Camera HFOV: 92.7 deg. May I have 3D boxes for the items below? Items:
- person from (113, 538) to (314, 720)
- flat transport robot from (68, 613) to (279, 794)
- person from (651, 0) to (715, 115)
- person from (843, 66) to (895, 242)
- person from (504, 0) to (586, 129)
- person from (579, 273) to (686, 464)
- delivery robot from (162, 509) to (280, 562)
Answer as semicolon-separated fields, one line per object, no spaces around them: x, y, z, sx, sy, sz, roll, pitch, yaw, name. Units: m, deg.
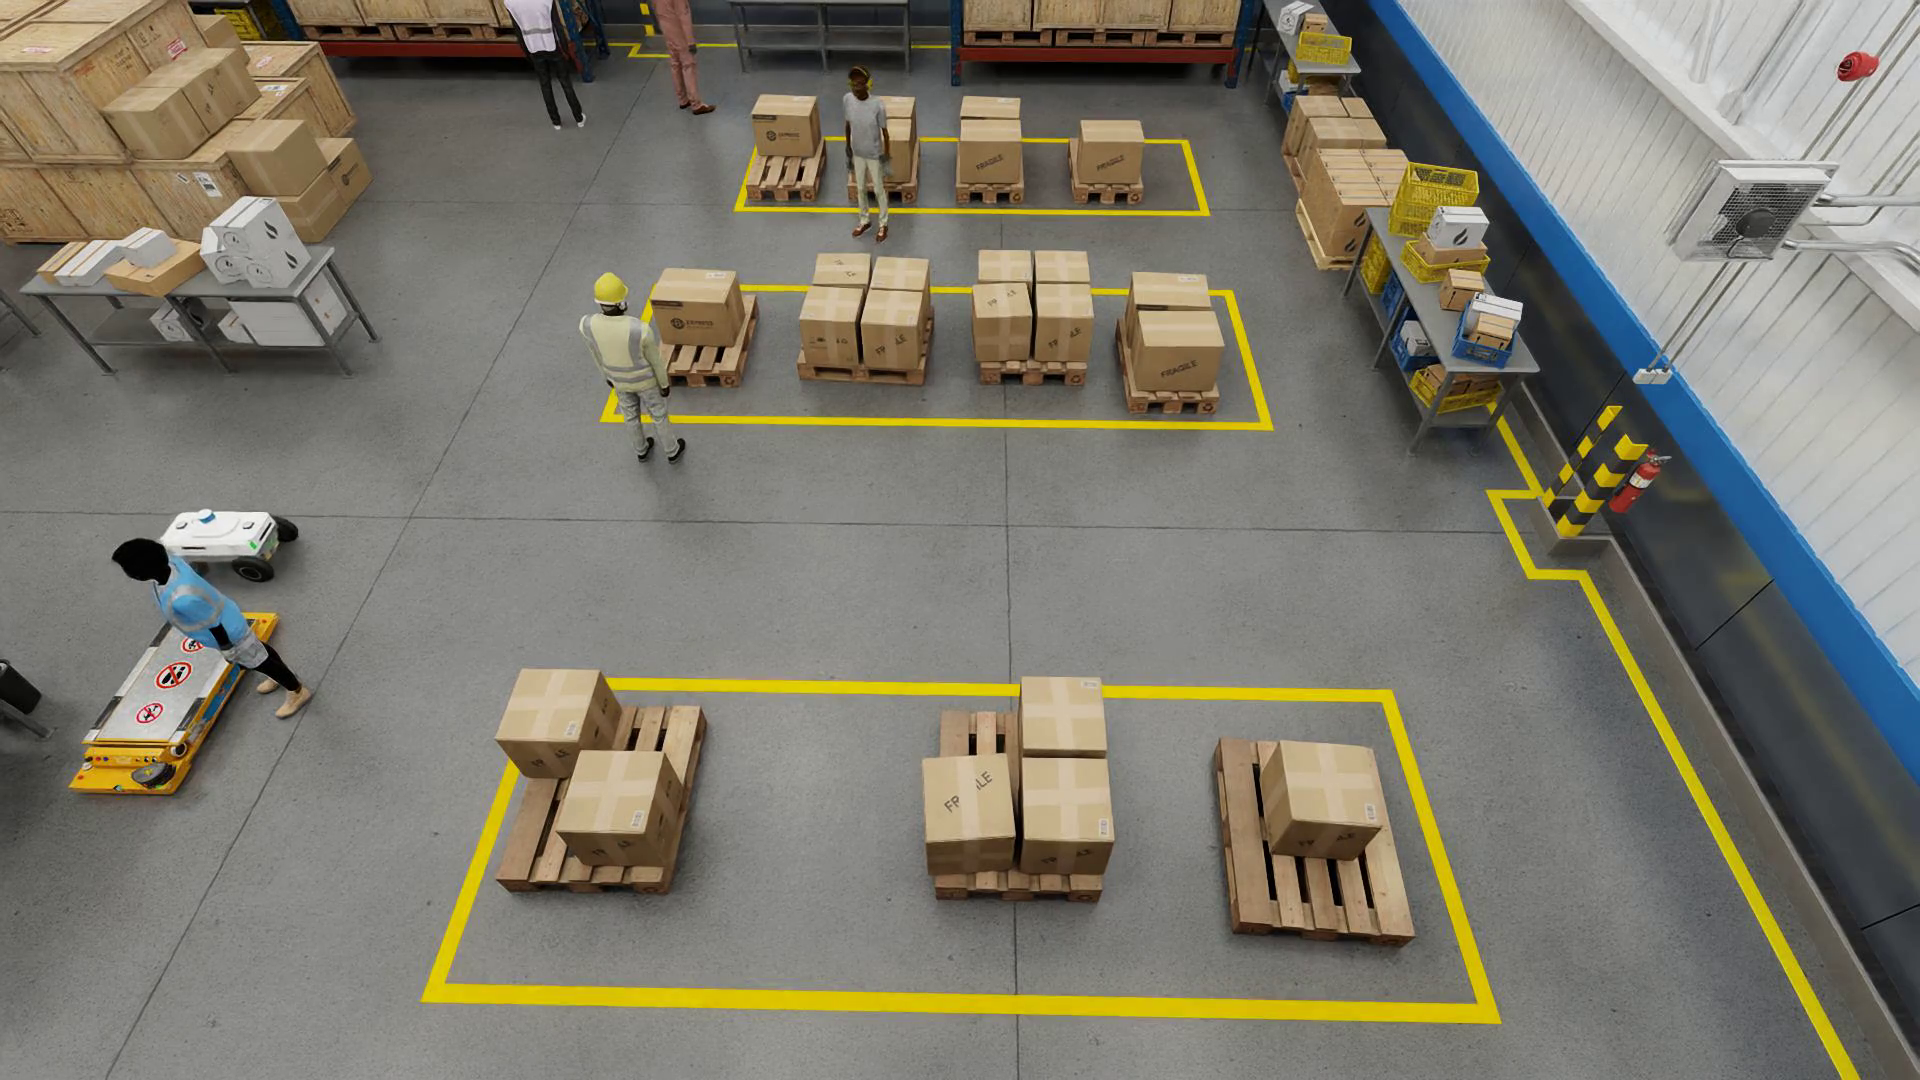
-4.805;0.570;5.938;0.535;1.699;0.318;36;58;26;person
-5.504;1.072;6.442;0.652;0.197;1.431;1;50;1;flat transport robot
-3.604;-6.516;11.799;0.644;1.907;0.400;37;59;27;person
-0.962;-4.080;9.768;0.612;1.861;0.338;18;52;15;person
-5.212;-6.164;11.503;0.584;1.910;0.387;-9;50;-8;person
-2.651;-1.351;7.485;0.590;1.825;0.403;5;50;4;person
-5.747;-0.045;7.143;0.707;0.478;0.477;0;50;0;delivery robot
